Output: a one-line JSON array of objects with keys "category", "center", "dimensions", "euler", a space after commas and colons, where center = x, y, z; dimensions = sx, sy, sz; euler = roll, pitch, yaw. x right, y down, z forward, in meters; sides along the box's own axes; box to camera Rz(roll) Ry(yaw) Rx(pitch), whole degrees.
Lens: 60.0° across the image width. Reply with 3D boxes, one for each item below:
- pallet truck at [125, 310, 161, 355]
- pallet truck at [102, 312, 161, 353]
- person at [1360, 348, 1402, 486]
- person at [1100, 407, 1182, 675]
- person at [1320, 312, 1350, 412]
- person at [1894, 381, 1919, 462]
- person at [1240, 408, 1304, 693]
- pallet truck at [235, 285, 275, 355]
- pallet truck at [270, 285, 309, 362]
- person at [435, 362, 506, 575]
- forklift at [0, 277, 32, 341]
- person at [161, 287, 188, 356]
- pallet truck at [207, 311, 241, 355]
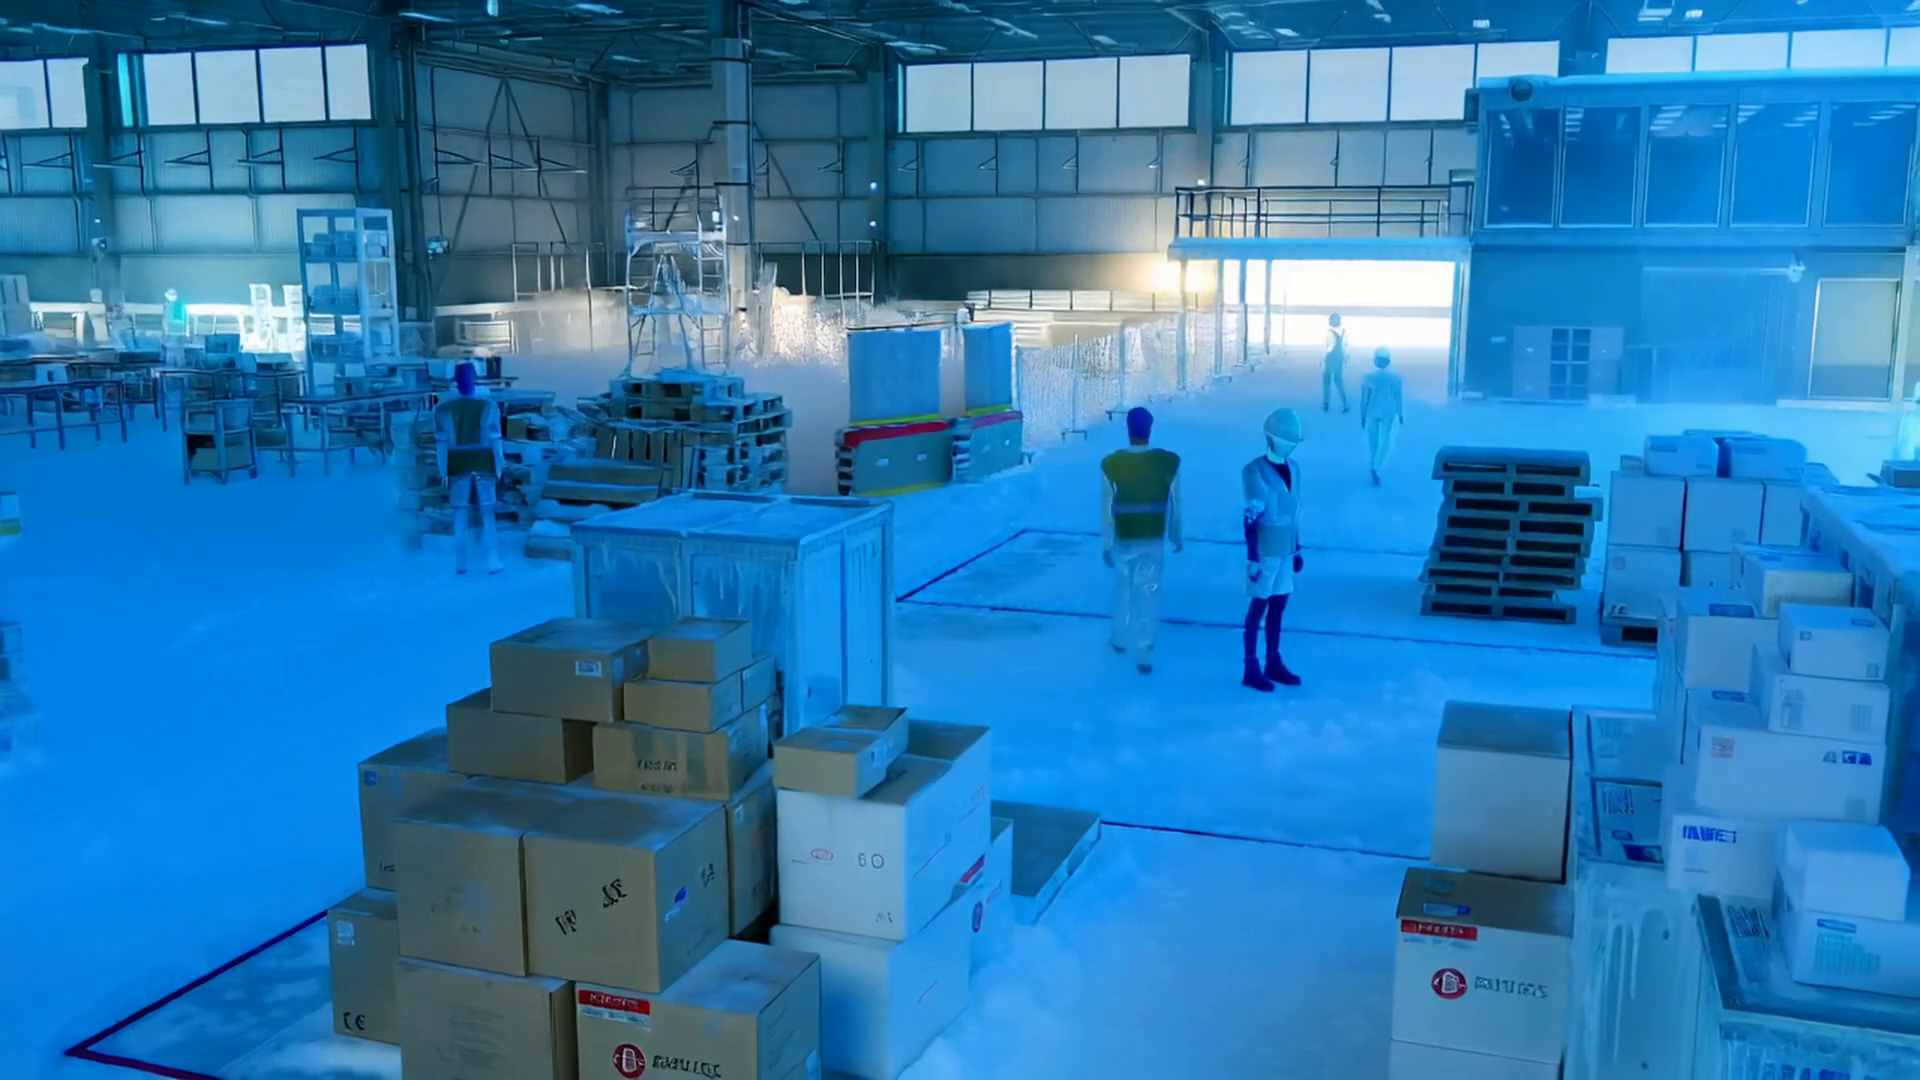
[{"category": "pallet truck", "center": [-22.038, -5.665, 45.457], "dimensions": [0.704, 1.261, 1.522], "euler": [3, 11, 17]}, {"category": "pallet truck", "center": [-23.057, -5.777, 46.261], "dimensions": [0.680, 1.201, 1.601], "euler": [3, 11, 19]}, {"category": "person", "center": [5.330, -1.575, 21.164], "dimensions": [0.516, 1.738, 0.830], "euler": [5, 11, 28]}, {"category": "person", "center": [1.302, -0.025, 12.047], "dimensions": [0.598, 1.878, 0.956], "euler": [1, 10, 3]}, {"category": "person", "center": [6.834, -3.217, 30.200], "dimensions": [0.514, 1.822, 0.790], "euler": [-3, 10, -16]}, {"category": "person", "center": [8.710, -0.531, 15.064], "dimensions": [0.975, 1.814, 0.526], "euler": [6, 11, 29]}, {"category": "person", "center": [2.158, 0.065, 11.373], "dimensions": [0.544, 1.936, 0.359], "euler": [-9, 13, -40]}, {"category": "pallet truck", "center": [-18.327, -5.835, 44.421], "dimensions": [0.823, 1.965, 1.885], "euler": [4, 11, 23]}, {"category": "pallet truck", "center": [-17.147, -5.700, 43.663], "dimensions": [0.823, 1.965, 1.885], "euler": [3, 11, 17]}, {"category": "person", "center": [-4.494, -0.650, 15.311], "dimensions": [0.607, 1.966, 0.367], "euler": [-2, 10, -13]}, {"category": "forklift", "center": [-27.151, -6.329, 46.328], "dimensions": [1.157, 1.987, 2.680], "euler": [3, 11, 17]}, {"category": "person", "center": [-18.510, -4.920, 39.178], "dimensions": [0.407, 2.035, 0.608], "euler": [7, 12, 34]}, {"category": "pallet truck", "center": [-19.537, -5.575, 44.913], "dimensions": [0.653, 1.274, 1.630], "euler": [3, 11, 19]}]
